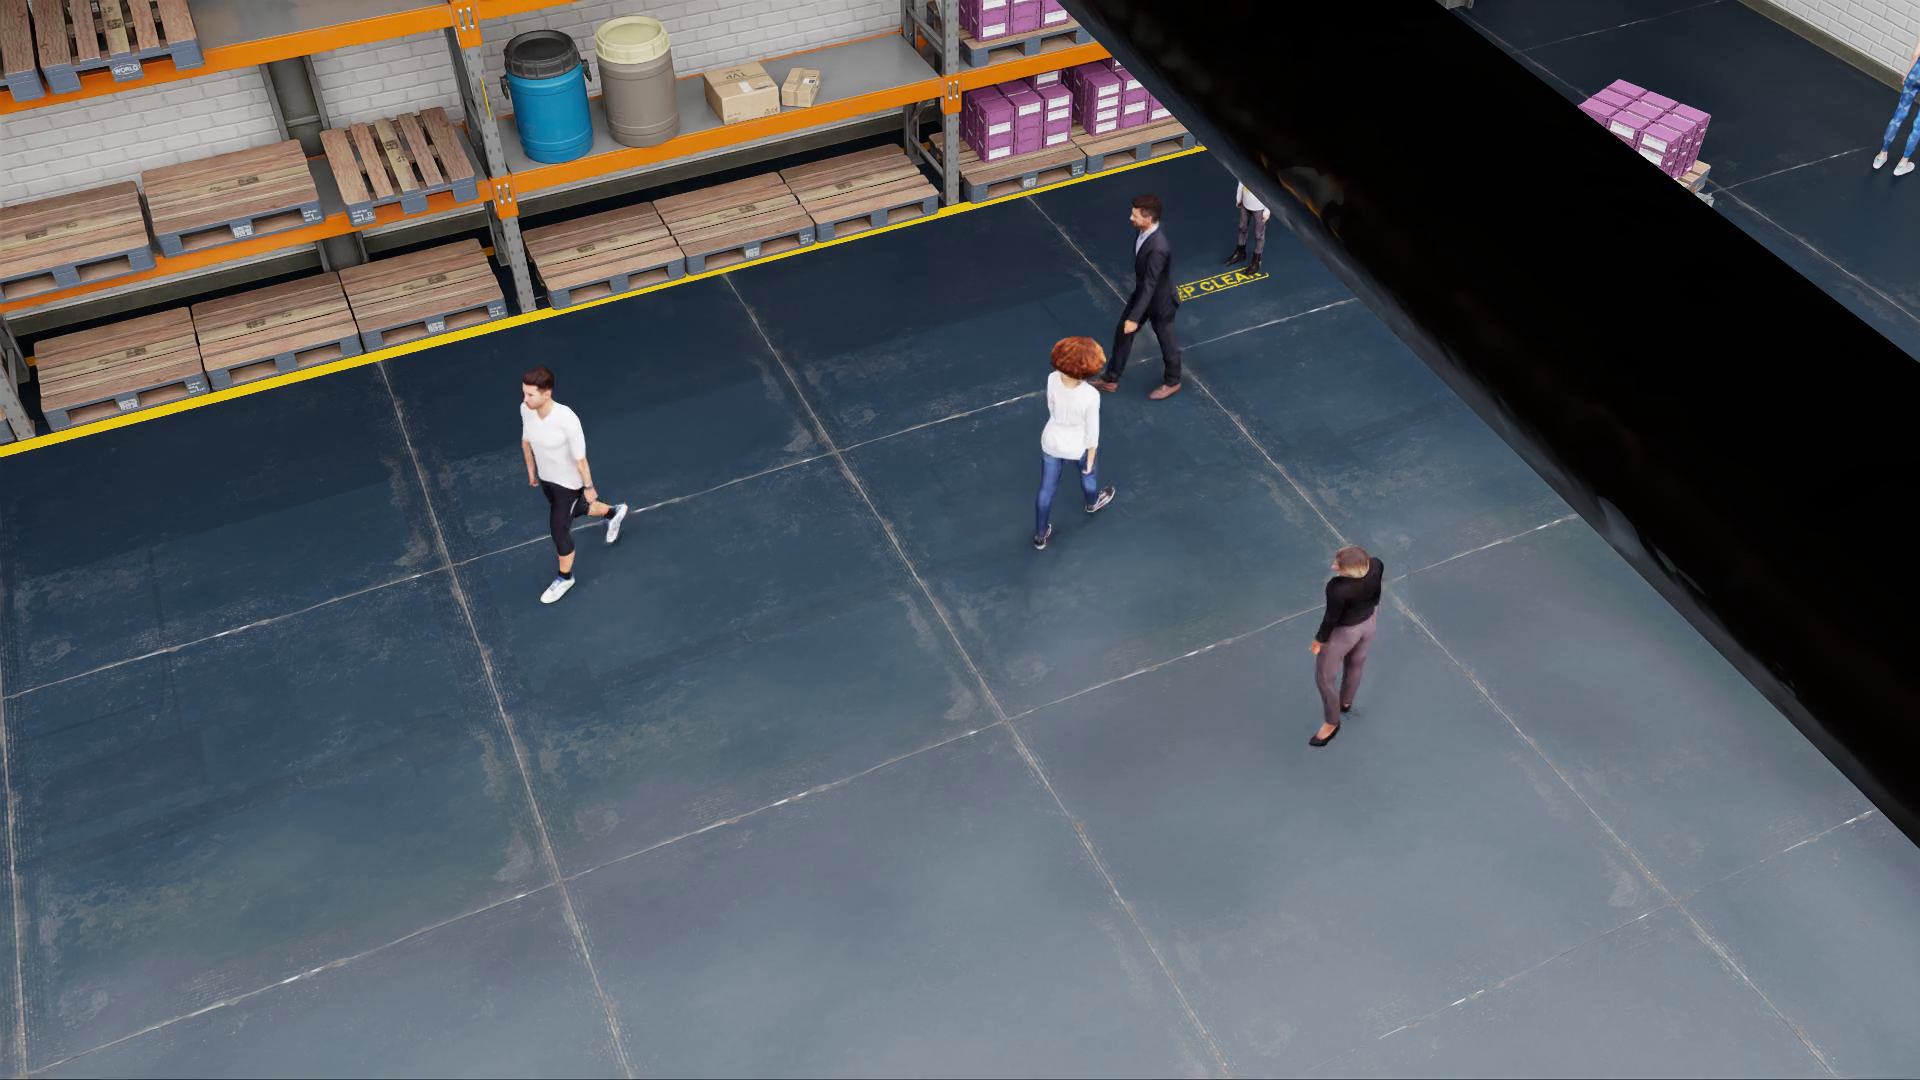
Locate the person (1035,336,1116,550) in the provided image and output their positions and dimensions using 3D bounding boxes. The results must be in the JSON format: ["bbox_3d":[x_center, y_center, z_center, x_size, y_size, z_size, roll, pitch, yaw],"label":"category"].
[{"bbox_3d":[0.712,-0.629,11.648,0.985,1.678,1.151,22,48,21],"label":"person"}]

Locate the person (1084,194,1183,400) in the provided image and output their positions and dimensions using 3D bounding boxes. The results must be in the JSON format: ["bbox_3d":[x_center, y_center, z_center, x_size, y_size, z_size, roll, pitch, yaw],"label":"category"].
[{"bbox_3d":[1.563,-1.848,12.824,1.092,1.821,0.815,-12,45,-12],"label":"person"}]

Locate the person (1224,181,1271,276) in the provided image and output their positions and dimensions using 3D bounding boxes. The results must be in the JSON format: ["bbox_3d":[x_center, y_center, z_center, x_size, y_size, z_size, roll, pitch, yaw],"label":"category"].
[{"bbox_3d":[2.545,-2.899,14.321,0.558,1.278,0.575,34,53,31],"label":"person"}]

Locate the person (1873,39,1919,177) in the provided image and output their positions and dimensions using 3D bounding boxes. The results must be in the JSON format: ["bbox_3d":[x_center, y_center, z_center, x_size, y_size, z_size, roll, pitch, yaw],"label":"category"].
[{"bbox_3d":[8.910,-4.220,15.340,0.660,1.785,0.698,32,52,29],"label":"person"}]

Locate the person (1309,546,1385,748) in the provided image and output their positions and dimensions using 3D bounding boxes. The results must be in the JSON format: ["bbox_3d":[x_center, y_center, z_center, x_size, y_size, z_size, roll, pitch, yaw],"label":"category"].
[{"bbox_3d":[2.467,0.584,10.401,0.596,1.642,0.793,-16,46,-17],"label":"person"}]

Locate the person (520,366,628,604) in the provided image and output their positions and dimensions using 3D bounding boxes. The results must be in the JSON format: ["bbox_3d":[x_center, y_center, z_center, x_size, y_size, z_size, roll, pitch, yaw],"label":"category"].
[{"bbox_3d":[-2.665,-0.474,11.381,1.054,1.822,1.259,27,50,25],"label":"person"}]
